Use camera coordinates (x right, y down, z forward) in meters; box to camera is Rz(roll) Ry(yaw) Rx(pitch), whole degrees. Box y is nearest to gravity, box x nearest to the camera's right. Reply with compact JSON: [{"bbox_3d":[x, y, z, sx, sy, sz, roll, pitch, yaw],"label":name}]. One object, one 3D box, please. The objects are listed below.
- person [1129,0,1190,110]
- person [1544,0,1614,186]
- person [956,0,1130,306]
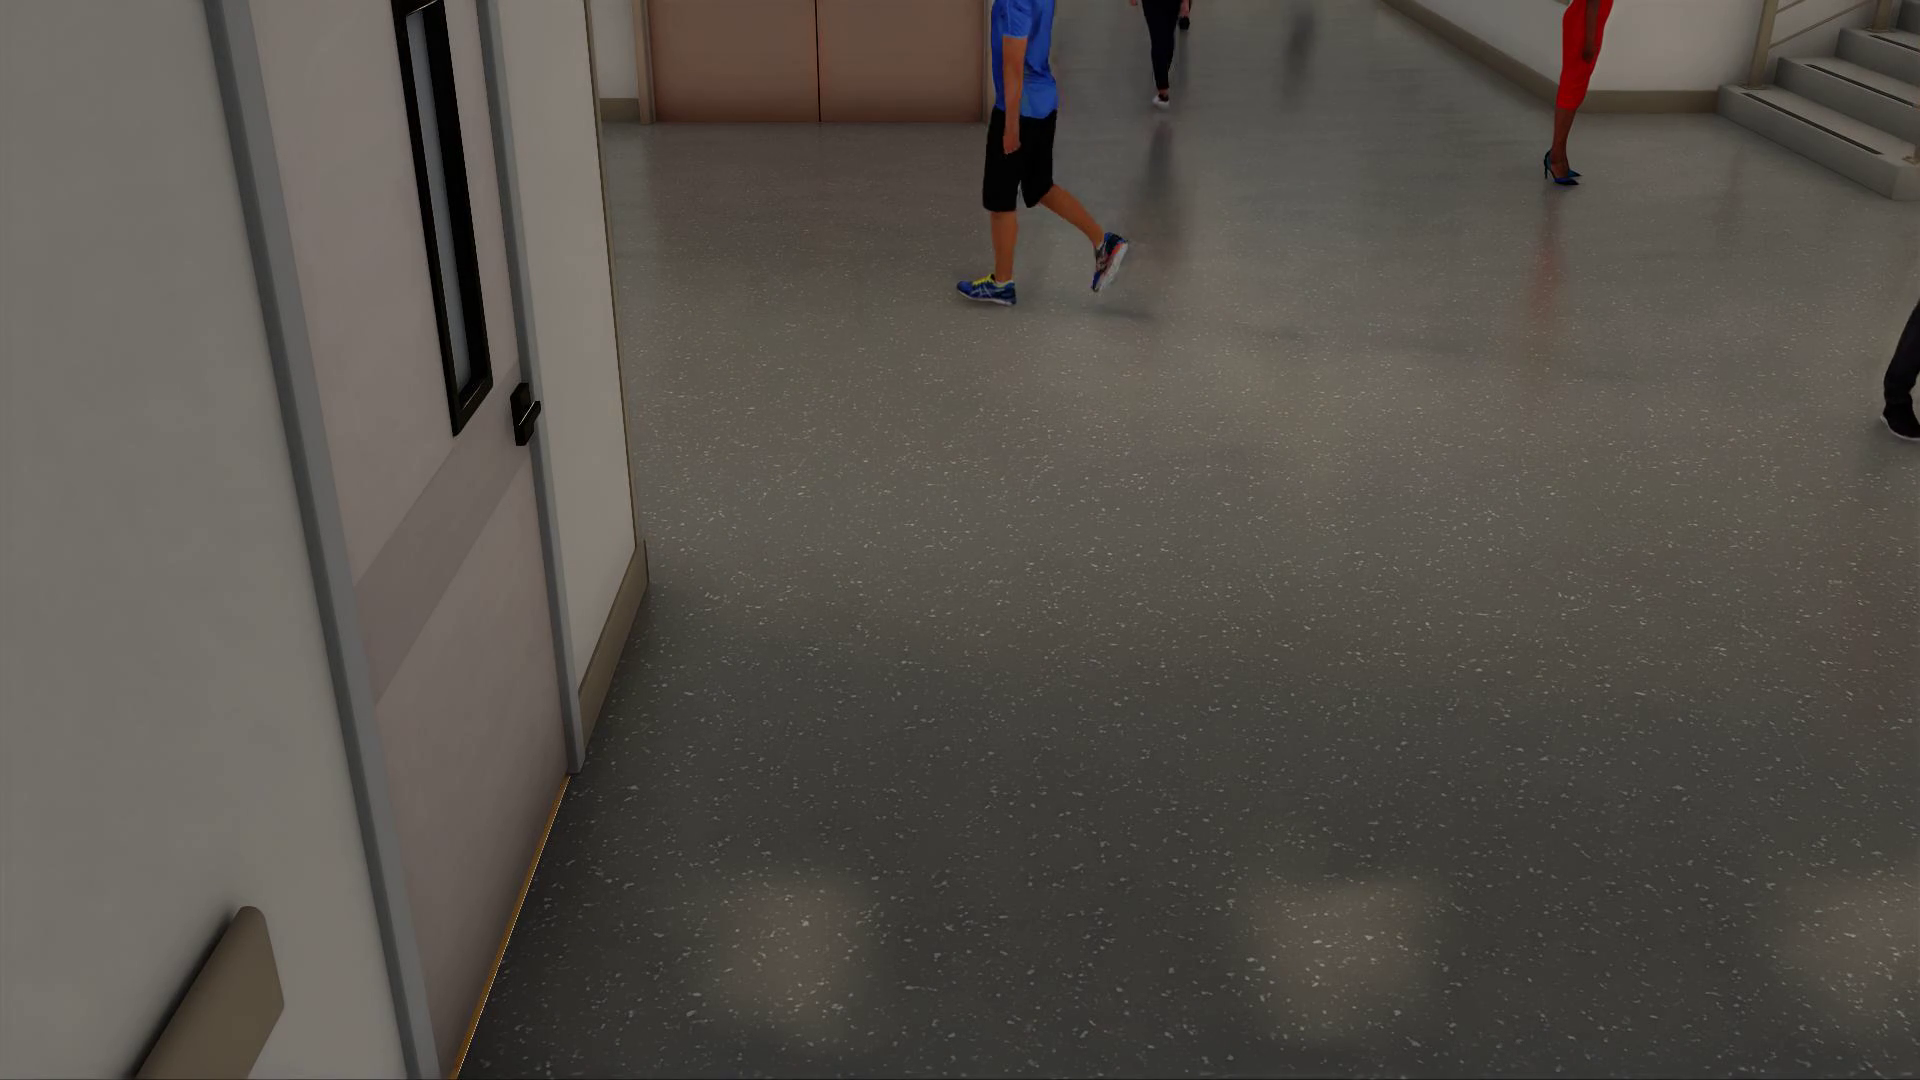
[{"bbox_3d":[1.484,-3.941,12.055,0.963,1.594,0.697,-3,26,-6],"label":"person"},{"bbox_3d":[3.771,-3.055,10.047,0.638,1.743,0.636,12,28,23],"label":"person"},{"bbox_3d":[0.385,-1.967,7.666,1.139,1.852,0.854,9,27,17],"label":"person"}]
